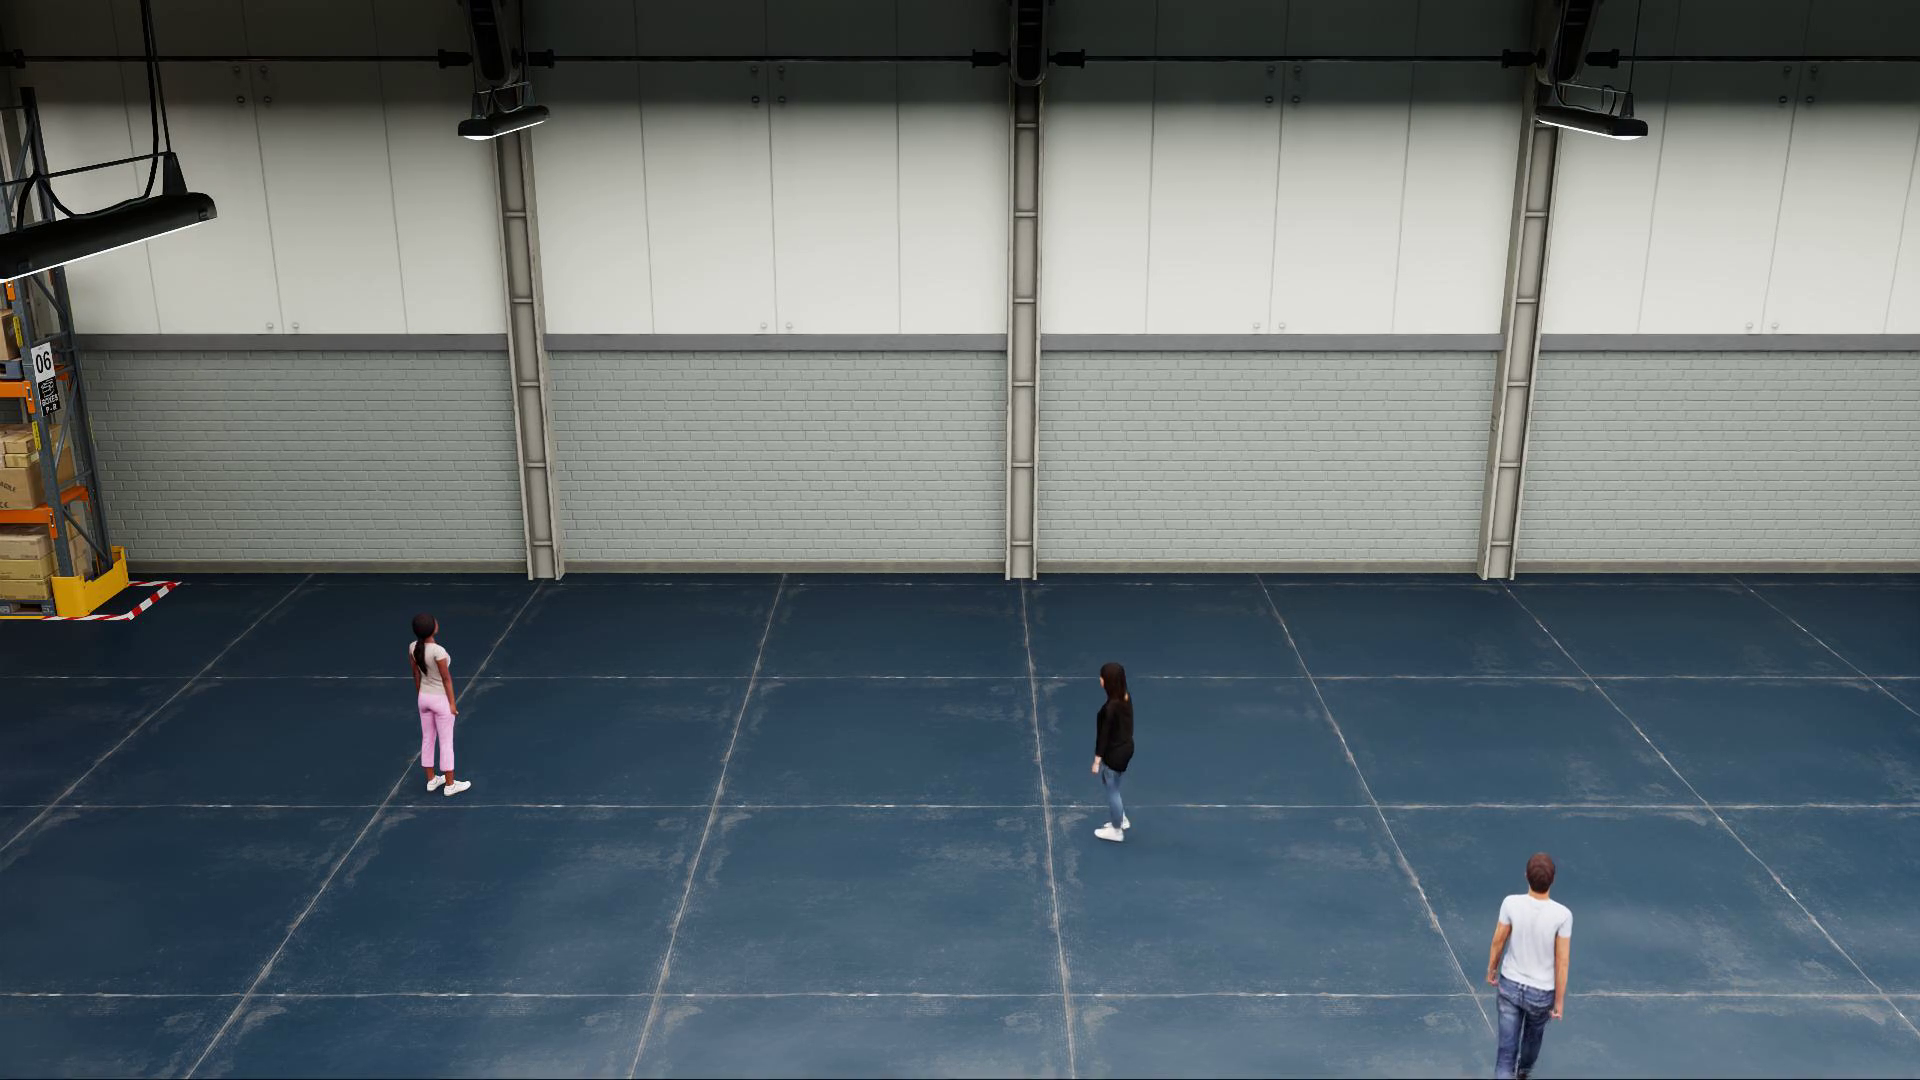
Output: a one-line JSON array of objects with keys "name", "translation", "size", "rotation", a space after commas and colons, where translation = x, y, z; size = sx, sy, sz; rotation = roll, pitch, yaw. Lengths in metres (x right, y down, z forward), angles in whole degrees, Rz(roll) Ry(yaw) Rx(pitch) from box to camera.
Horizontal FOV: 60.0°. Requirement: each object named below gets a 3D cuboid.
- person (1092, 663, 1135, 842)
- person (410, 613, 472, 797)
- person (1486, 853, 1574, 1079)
[{"name": "person", "translation": [1.390, 1.818, 14.191], "size": [0.688, 1.639, 0.686], "rotation": [9, 20, 26]}, {"name": "person", "translation": [-4.764, 1.472, 15.087], "size": [0.593, 1.742, 0.707], "rotation": [9, 20, 26]}, {"name": "person", "translation": [3.585, 2.909, 10.550], "size": [1.265, 1.818, 1.042], "rotation": [7, 19, 21]}]
